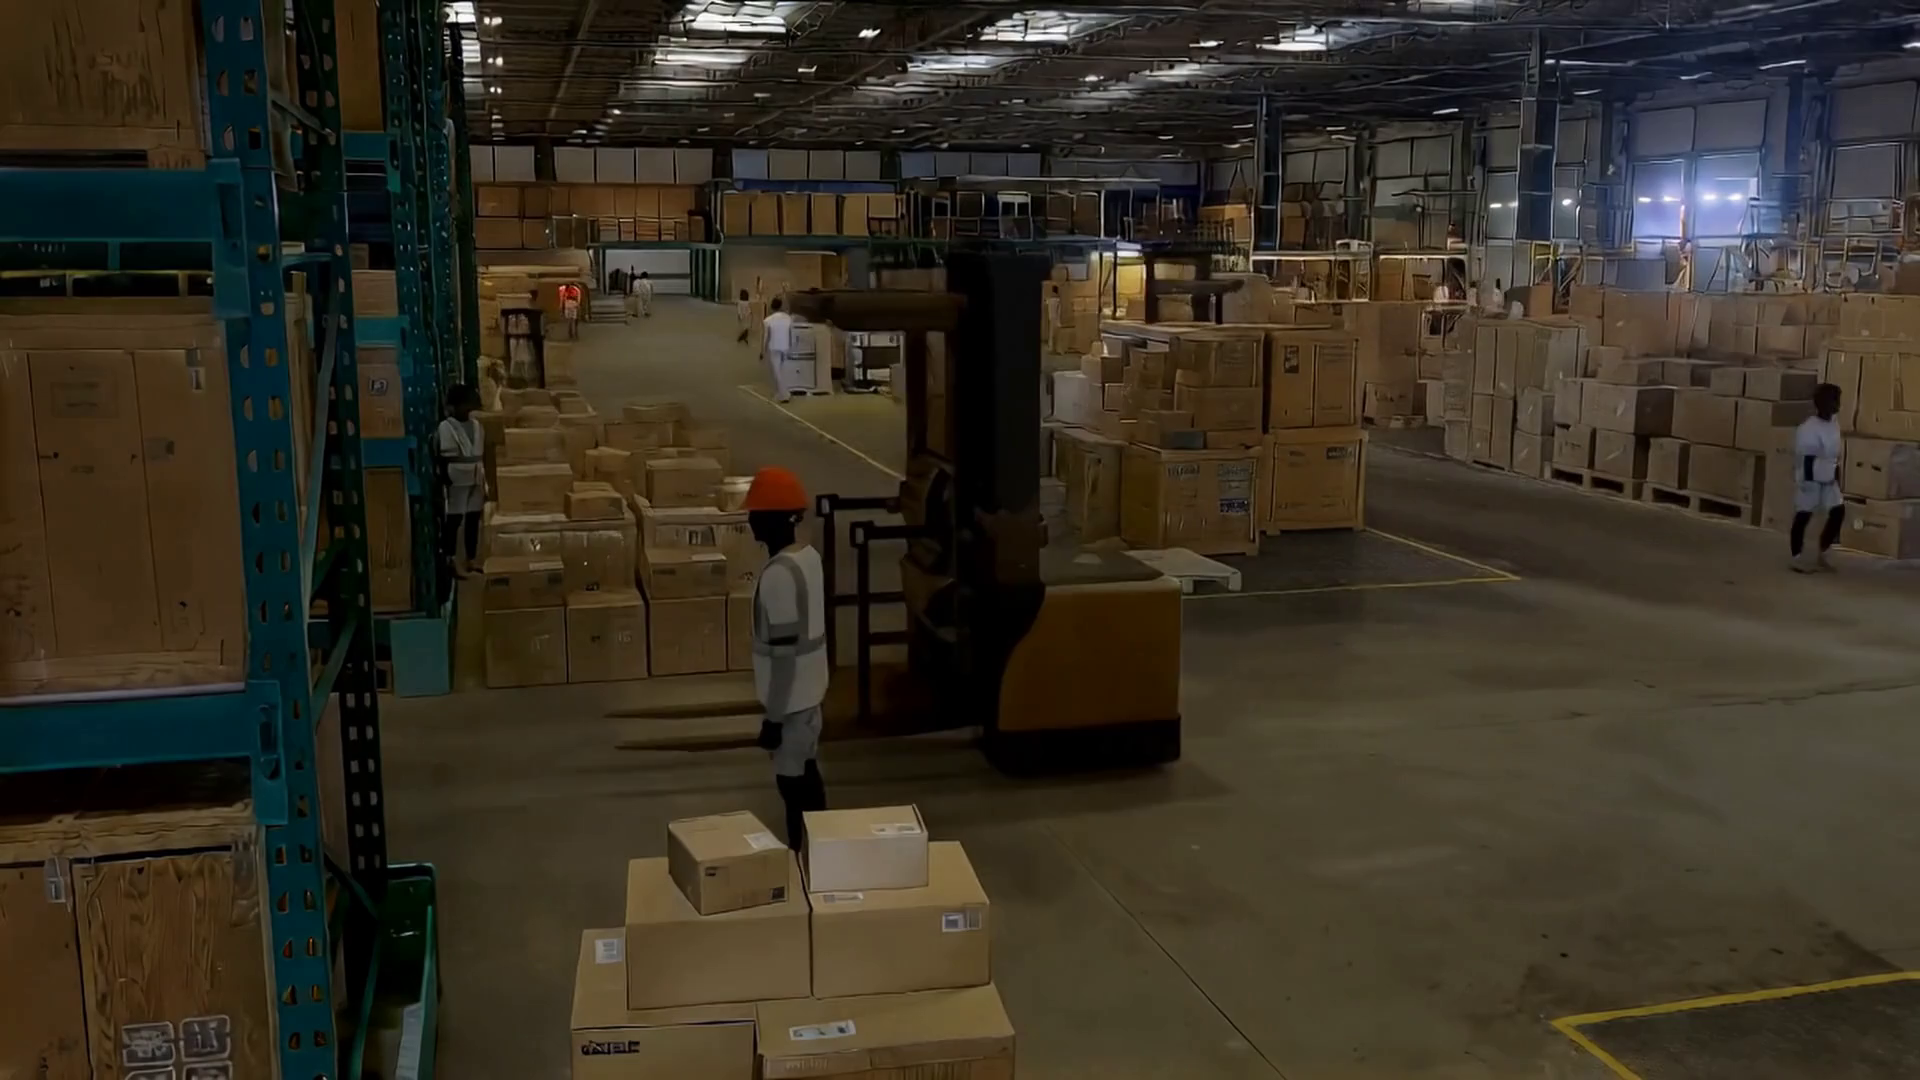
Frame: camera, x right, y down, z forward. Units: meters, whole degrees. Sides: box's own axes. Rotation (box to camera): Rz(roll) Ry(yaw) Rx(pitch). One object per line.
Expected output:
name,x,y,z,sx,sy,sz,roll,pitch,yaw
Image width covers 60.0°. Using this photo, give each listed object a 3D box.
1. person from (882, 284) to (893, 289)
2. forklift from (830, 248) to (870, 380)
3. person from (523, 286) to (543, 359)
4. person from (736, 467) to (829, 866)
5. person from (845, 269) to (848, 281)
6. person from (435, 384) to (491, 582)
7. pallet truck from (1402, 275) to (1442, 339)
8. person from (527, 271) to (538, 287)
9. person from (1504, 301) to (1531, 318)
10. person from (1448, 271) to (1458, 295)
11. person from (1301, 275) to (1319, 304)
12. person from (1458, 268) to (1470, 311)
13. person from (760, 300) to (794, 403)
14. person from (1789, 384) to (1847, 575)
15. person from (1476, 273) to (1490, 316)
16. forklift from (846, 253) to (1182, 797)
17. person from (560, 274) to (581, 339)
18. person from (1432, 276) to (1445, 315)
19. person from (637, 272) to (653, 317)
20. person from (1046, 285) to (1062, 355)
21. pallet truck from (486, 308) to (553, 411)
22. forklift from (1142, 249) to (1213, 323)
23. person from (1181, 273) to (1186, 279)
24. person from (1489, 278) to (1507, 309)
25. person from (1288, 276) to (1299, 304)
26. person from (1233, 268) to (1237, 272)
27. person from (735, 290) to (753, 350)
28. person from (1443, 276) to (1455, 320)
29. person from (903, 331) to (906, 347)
person,-1.699,-5.185,40.122,0.362,1.963,0.614,1,10,4
forklift,-2.190,-4.873,35.764,1.873,2.768,1.129,-3,10,-15
person,-10.132,-5.063,39.534,0.536,1.928,0.646,4,11,20
person,-0.759,0.652,7.144,0.372,1.939,0.544,2,10,9
person,-4.584,-10.307,69.211,0.377,1.932,0.552,-9,14,-43
person,-4.271,-0.500,14.347,0.317,1.697,0.540,6,11,29
pallet truck,14.620,-7.324,52.145,0.823,1.965,1.885,8,13,40
person,-19.850,-11.640,77.347,0.498,1.729,0.388,-4,11,-22
person,10.493,-3.577,31.395,0.650,1.837,0.430,4,11,21
person,21.587,-10.926,73.016,0.653,1.825,0.634,-1,10,-6
person,10.199,-6.698,48.480,0.536,2.000,0.688,1,10,7
person,22.263,-11.032,73.452,0.613,1.895,0.710,-2,10,-9
person,-3.344,-3.466,30.642,0.639,1.893,1.029,-7,12,-36
person,7.520,-0.514,14.453,0.558,1.678,0.524,-7,12,-33
person,19.458,-8.968,61.833,0.517,1.865,0.334,-2,10,-12
forklift,0.199,-0.164,9.100,1.873,2.768,1.129,-3,10,-14
person,-11.971,-7.151,51.145,0.628,2.019,0.741,-2,10,-10
person,15.316,-7.435,52.968,0.538,1.928,0.646,9,13,41
person,-12.856,-10.018,67.889,0.614,1.822,0.414,-2,10,-9
person,2.480,-5.829,44.086,0.316,1.859,0.526,-9,13,-41
pallet truck,-6.242,-2.418,24.362,0.823,1.965,1.885,1,10,3
forklift,3.033,-2.696,23.439,1.129,2.768,1.873,-3,10,-15
person,8.402,-9.066,62.370,0.352,1.877,0.572,-6,12,-31
person,16.759,-7.251,52.000,0.618,1.910,0.854,-3,10,-15
person,11.163,-7.898,55.742,0.502,1.873,0.606,10,14,43
person,13.938,-12.956,84.520,0.510,1.846,0.416,6,12,30
person,-6.020,-6.122,46.245,0.593,1.678,0.541,5,11,27
person,15.800,-7.638,54.152,0.390,1.921,0.583,-9,13,-41
person,-0.973,-4.289,35.975,0.522,1.640,0.306,-1,10,-4
